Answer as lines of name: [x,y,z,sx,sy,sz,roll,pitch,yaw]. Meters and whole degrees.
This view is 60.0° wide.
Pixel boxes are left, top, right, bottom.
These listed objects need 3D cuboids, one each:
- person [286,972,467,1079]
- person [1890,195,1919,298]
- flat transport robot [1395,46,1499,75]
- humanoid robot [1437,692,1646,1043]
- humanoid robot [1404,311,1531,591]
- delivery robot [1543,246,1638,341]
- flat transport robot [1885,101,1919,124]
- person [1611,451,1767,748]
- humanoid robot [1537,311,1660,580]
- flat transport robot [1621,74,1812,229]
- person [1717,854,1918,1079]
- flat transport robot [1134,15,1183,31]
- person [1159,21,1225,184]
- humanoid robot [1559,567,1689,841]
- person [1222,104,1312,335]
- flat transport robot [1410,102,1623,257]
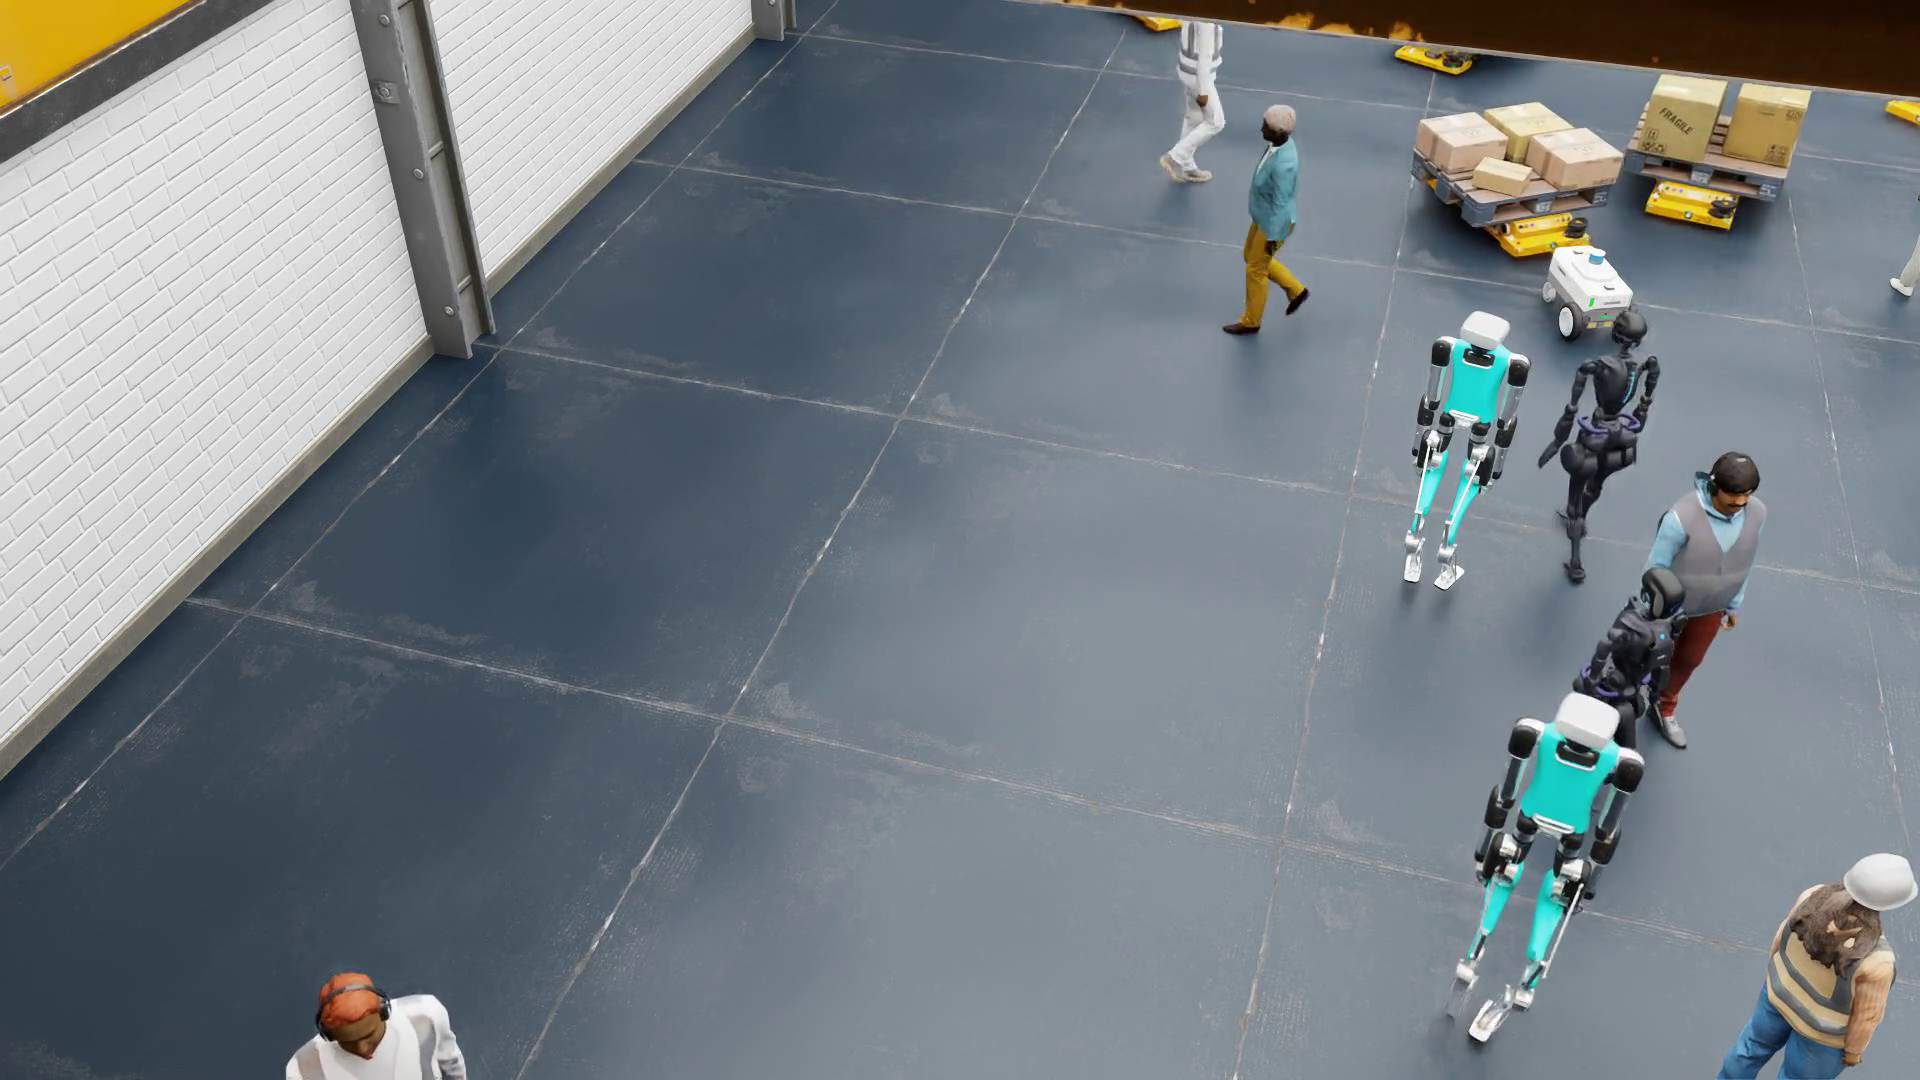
person: [-2.043,2.186,6.043,0.594,1.824,0.999,-19,42,-22]
person: [7.215,-2.497,12.015,0.513,1.641,0.306,4,39,6]
flat transport robot: [4.852,-4.858,16.047,0.659,0.231,1.431,29,47,31]
humanoid robot: [2.385,1.533,6.990,0.536,1.848,0.798,17,42,20]
humanoid robot: [2.710,-0.395,9.218,0.533,1.677,0.735,19,43,22]
delivery robot: [4.551,-1.800,12.024,0.499,0.606,0.794,-5,39,-6]
flat transport robot: [9.070,-3.977,14.952,1.431,0.231,0.659,-21,43,-24]
person: [3.631,0.300,8.357,0.546,1.869,0.419,-6,39,-8]
humanoid robot: [3.678,-0.576,9.630,0.596,1.636,0.682,-8,39,-9]
flat transport robot: [6.139,-3.010,13.749,0.659,0.231,1.431,18,42,21]
person: [3.339,1.844,6.546,0.364,1.730,0.488,-13,41,-16]
flat transport robot: [1.863,-5.547,16.904,0.659,0.231,1.431,-20,43,-23]
person: [1.939,-3.728,13.362,0.444,1.870,0.596,-2,39,-3]
humanoid robot: [3.107,0.787,7.899,0.594,1.646,0.336,-19,42,-22]
person: [2.204,-2.210,11.571,0.525,1.731,0.542,3,39,4]
flat transport robot: [4.377,-2.726,13.396,0.659,0.231,1.431,-11,40,-14]
